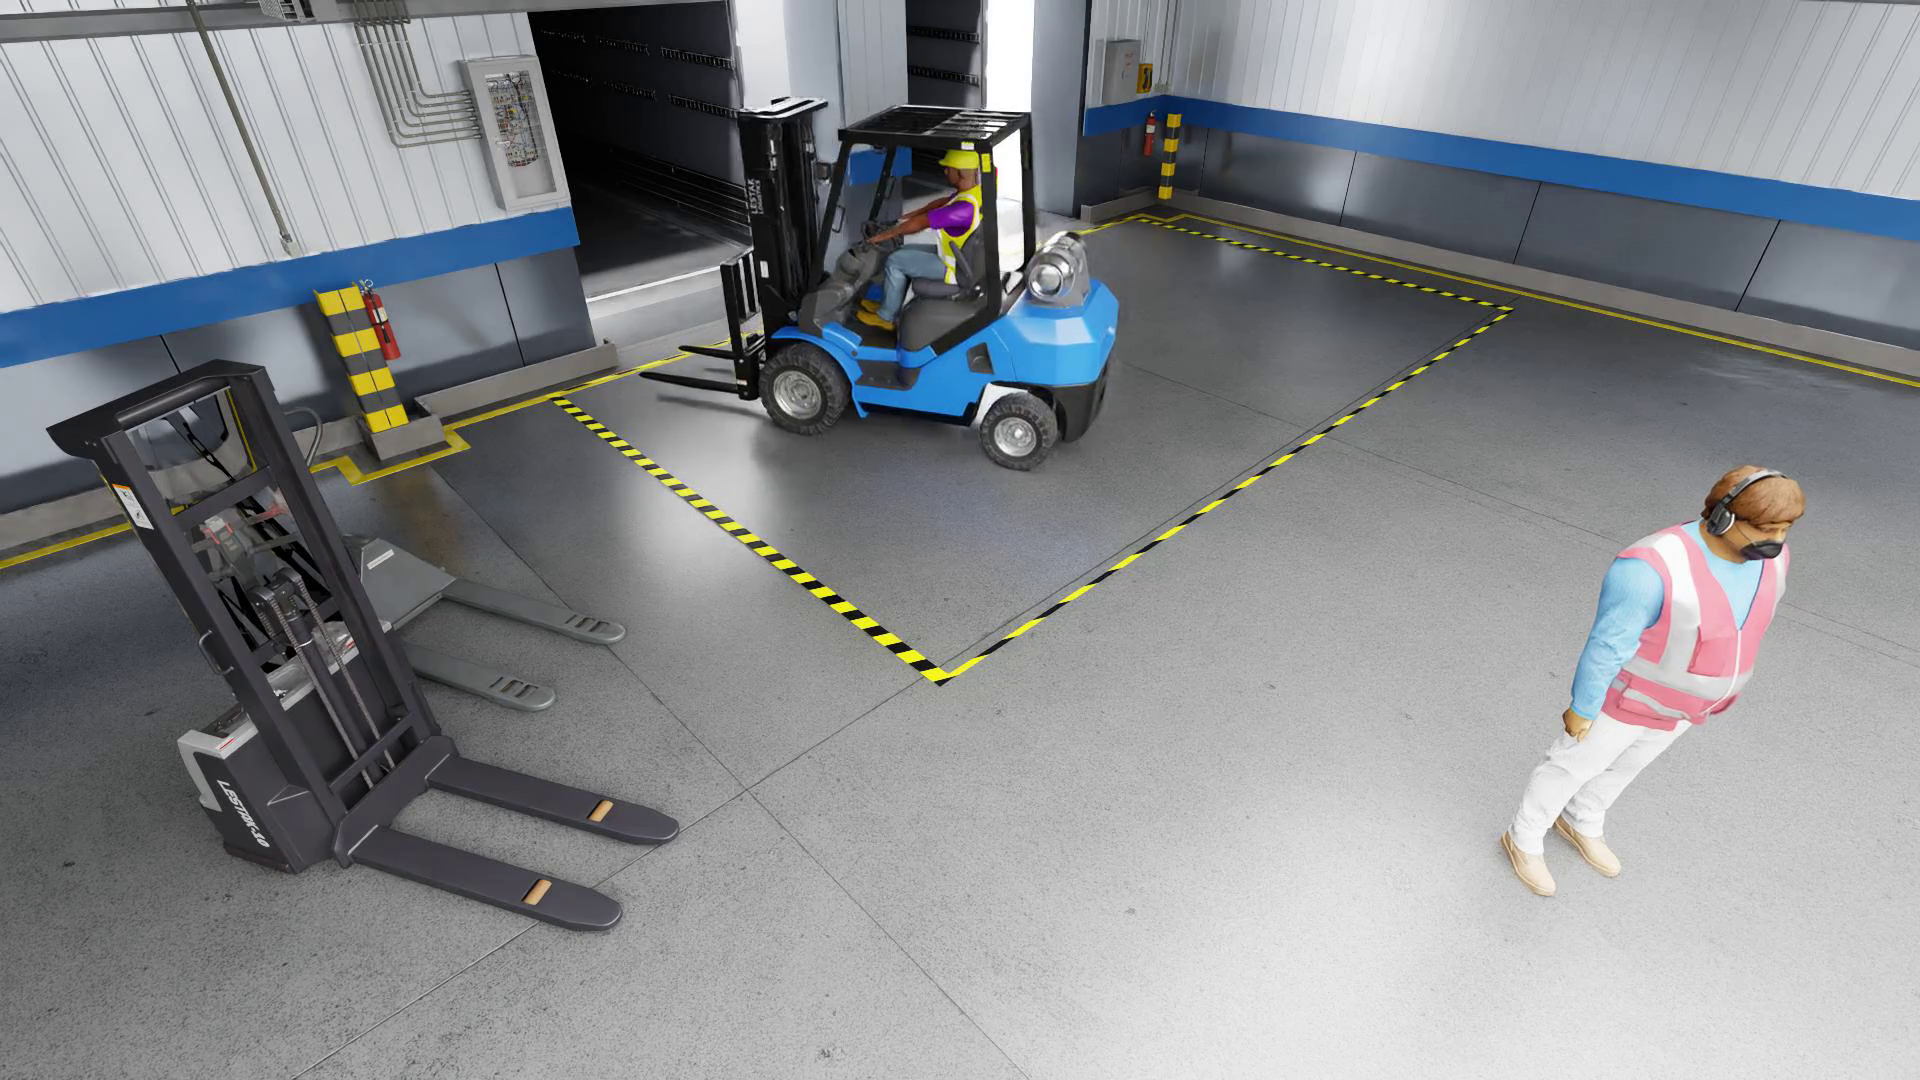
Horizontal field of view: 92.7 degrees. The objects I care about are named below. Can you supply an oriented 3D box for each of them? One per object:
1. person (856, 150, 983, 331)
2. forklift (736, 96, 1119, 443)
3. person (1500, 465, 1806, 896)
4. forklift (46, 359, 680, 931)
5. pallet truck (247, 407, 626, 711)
[{"bbox_3d":[-0.292,-2.119,6.441,1.004,1.294,0.635,10,36,14],"label":"person"},{"bbox_3d":[-0.238,-1.950,6.526,2.680,2.036,1.157,10,36,14],"label":"forklift"},{"bbox_3d":[2.470,0.555,3.294,0.633,1.842,0.429,-8,35,-12],"label":"person"},{"bbox_3d":[-2.135,0.422,3.354,1.885,1.965,0.823,10,35,14],"label":"forklift"},{"bbox_3d":[-2.628,0.038,4.590,1.601,1.201,0.680,12,36,18],"label":"pallet truck"}]
